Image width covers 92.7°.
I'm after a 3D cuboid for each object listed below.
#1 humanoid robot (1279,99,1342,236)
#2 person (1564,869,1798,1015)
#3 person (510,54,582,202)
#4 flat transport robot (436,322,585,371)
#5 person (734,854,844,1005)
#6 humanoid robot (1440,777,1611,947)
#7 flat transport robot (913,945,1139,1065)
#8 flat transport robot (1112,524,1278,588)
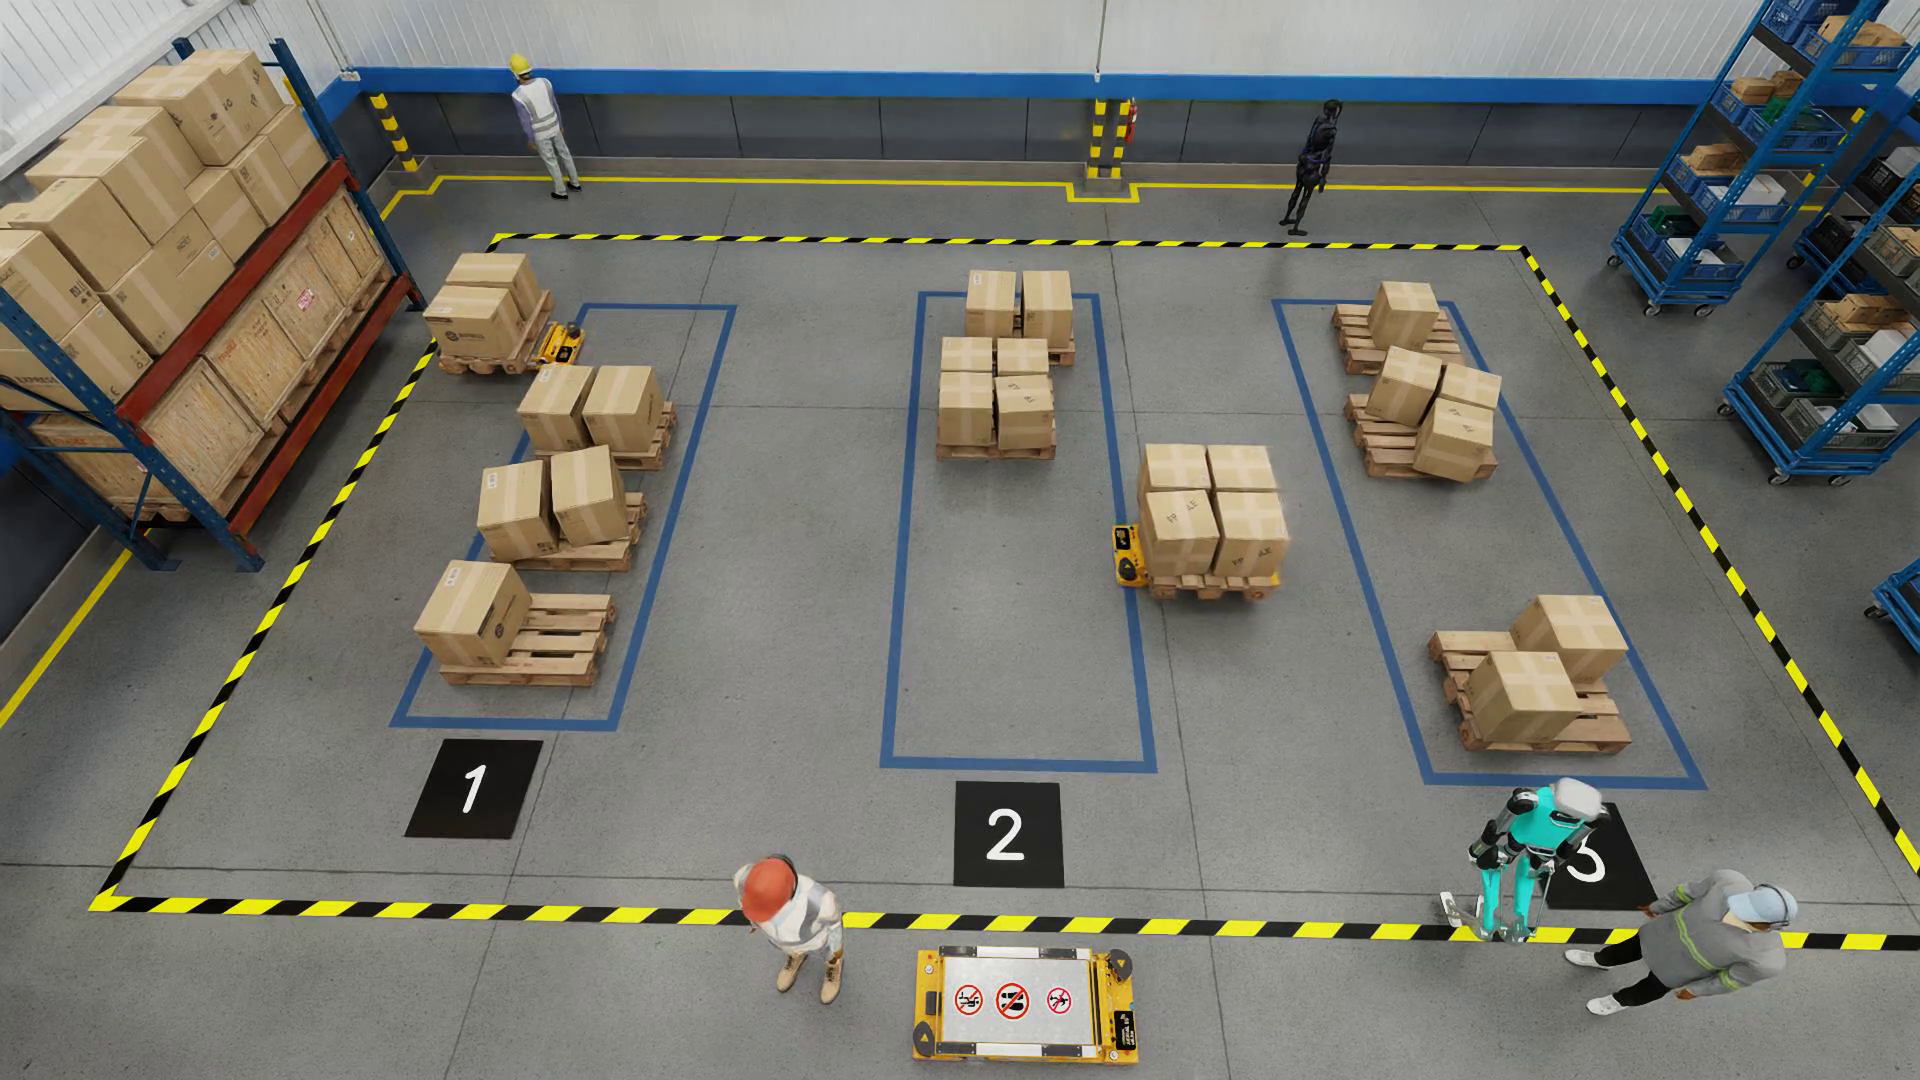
[{"bbox_3d":[4.353,-4.614,11.329,0.315,1.655,0.599,-7,51,-6],"label":"humanoid robot"},{"bbox_3d":[4.305,2.432,5.483,0.387,1.851,0.587,0,51,0],"label":"person"},{"bbox_3d":[-5.352,-5.267,11.773,0.404,1.828,0.590,25,55,19],"label":"person"},{"bbox_3d":[-5.015,-2.173,10.239,1.431,0.197,0.652,1,51,1],"label":"flat transport robot"},{"bbox_3d":[-0.989,2.334,5.441,0.613,2.039,0.389,12,52,10],"label":"person"},{"bbox_3d":[3.496,2.137,5.709,0.533,1.677,0.735,9,51,7],"label":"humanoid robot"},{"bbox_3d":[0.422,3.041,6.007,1.431,0.231,0.659,1,51,1],"label":"flat transport robot"},{"bbox_3d":[2.139,0.114,8.375,1.431,0.197,0.652,1,51,1],"label":"flat transport robot"}]
